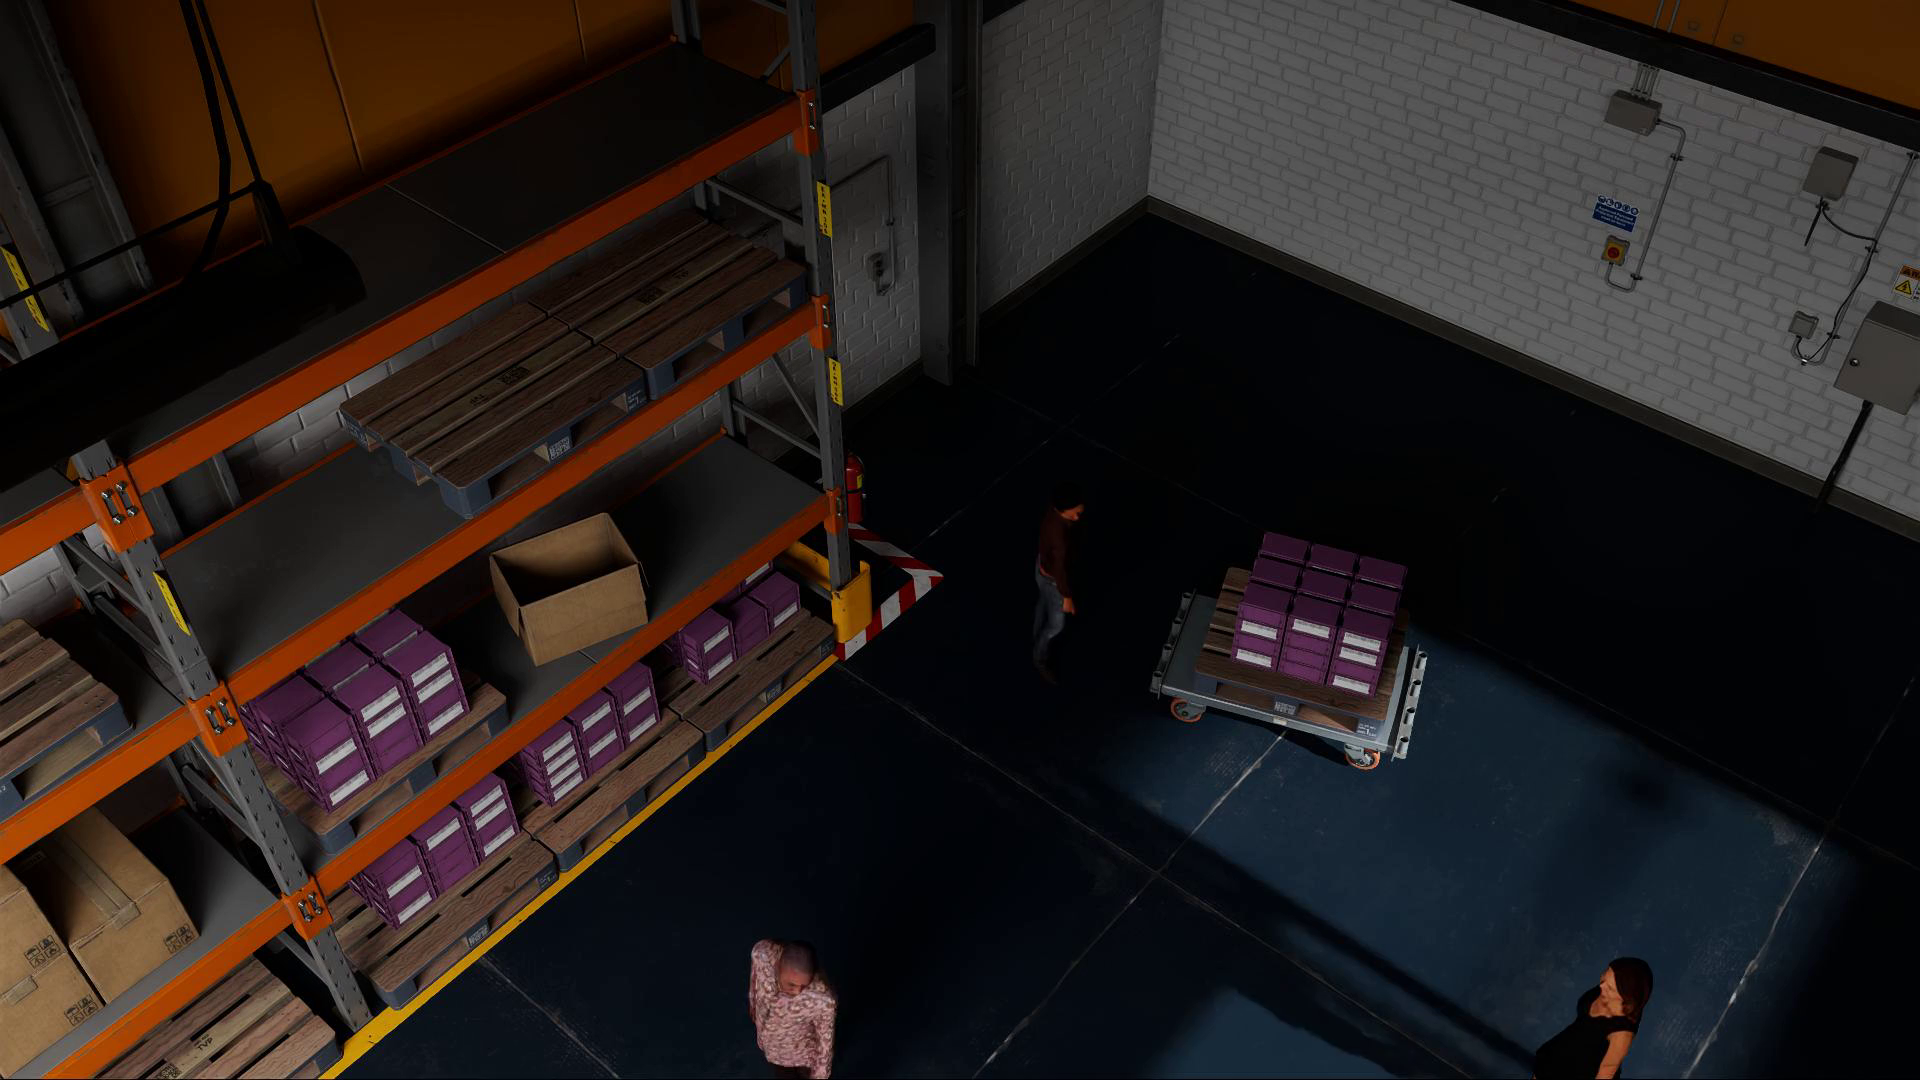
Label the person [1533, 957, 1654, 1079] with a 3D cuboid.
[{"bbox_3d":[3.108,2.605,8.134,0.948,1.823,0.962,3,44,4],"label":"person"}]

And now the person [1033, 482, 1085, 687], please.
[{"bbox_3d":[0.586,0.173,10.740,0.882,1.750,0.751,-6,44,-6],"label":"person"}]

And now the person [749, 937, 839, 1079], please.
[{"bbox_3d":[-0.850,2.438,8.343,0.615,1.778,0.820,-24,49,-23],"label":"person"}]
